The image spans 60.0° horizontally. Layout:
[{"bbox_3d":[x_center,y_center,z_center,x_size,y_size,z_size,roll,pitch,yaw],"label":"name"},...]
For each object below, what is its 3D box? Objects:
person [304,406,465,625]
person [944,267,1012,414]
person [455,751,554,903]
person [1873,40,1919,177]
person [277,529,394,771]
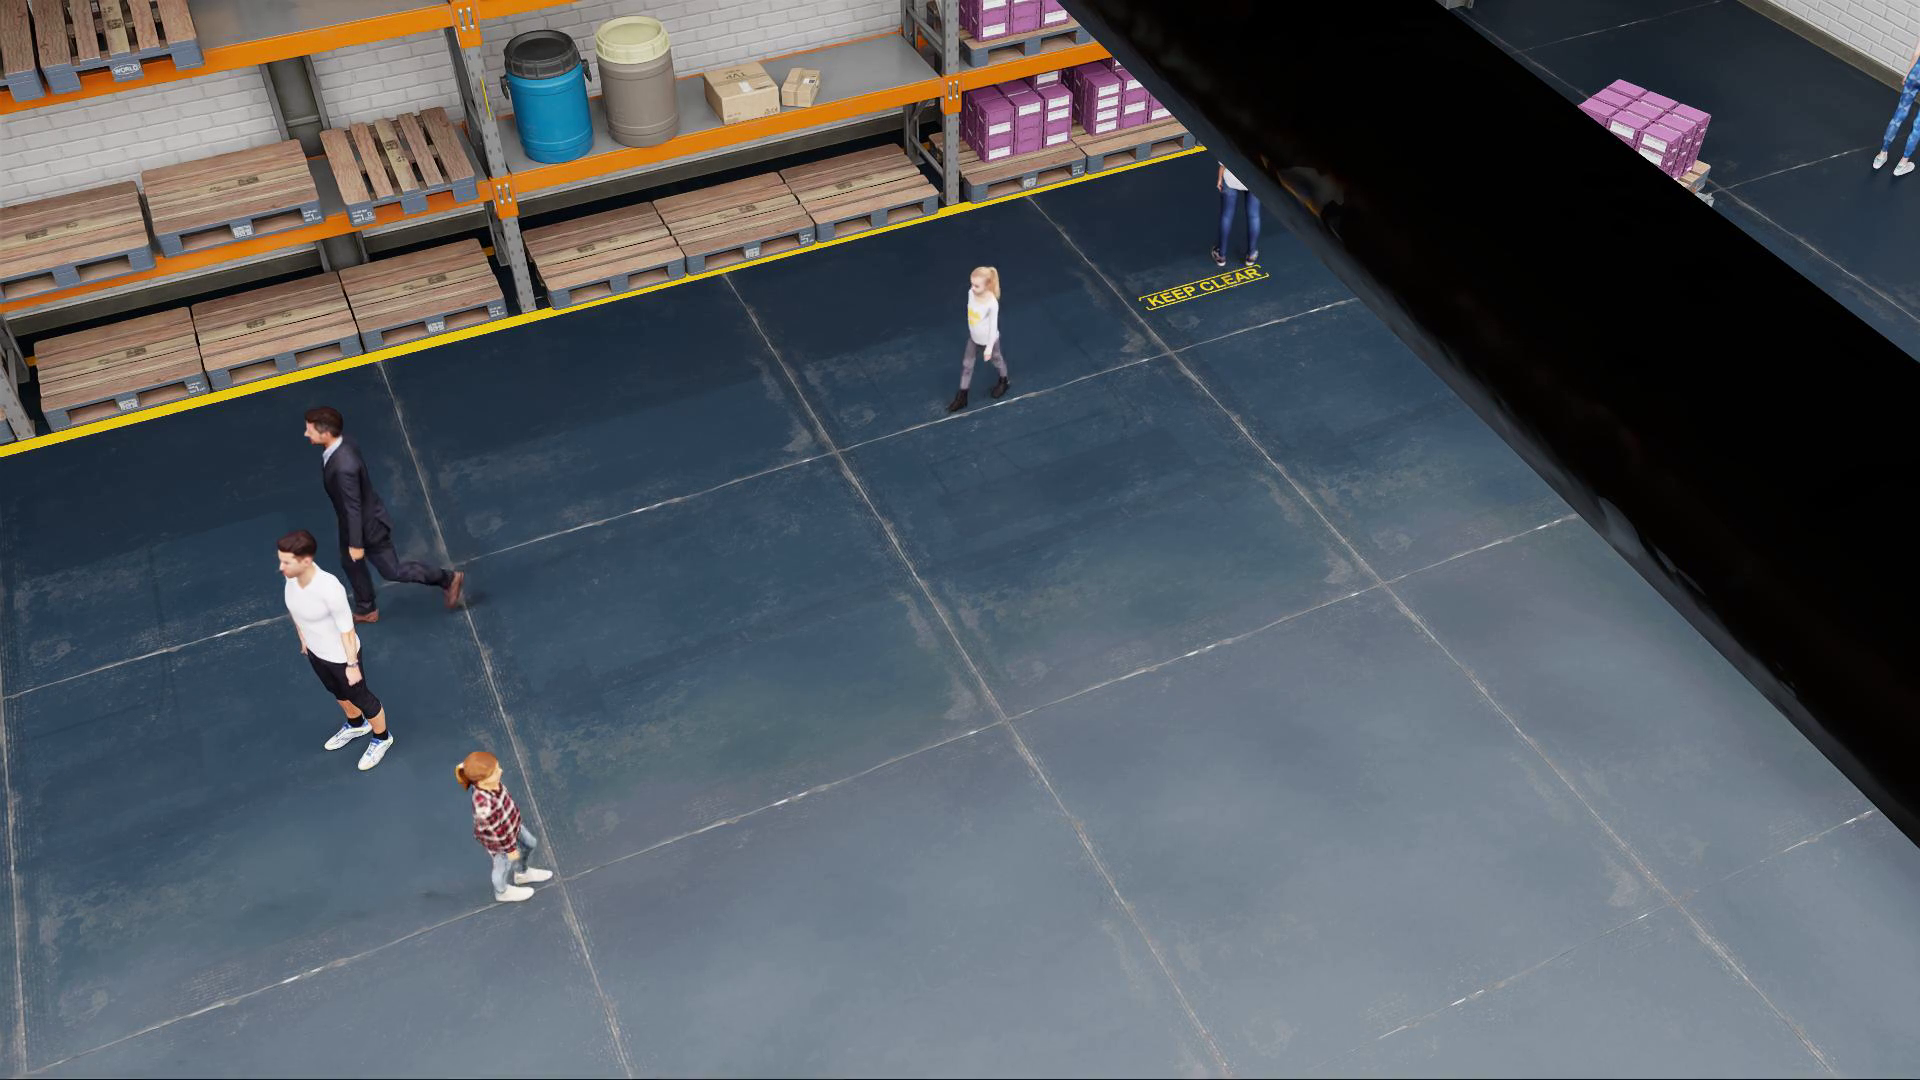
[{"bbox_3d":[-3.865,-0.127,11.004,1.134,1.841,0.674,-20,47,-20],"label":"person"},{"bbox_3d":[0.239,-1.592,12.972,0.952,1.247,0.698,-34,53,-31],"label":"person"},{"bbox_3d":[-2.707,1.665,9.517,0.653,1.296,0.618,-2,44,-3],"label":"person"},{"bbox_3d":[8.912,-4.219,15.341,0.652,1.782,0.687,33,52,30],"label":"person"},{"bbox_3d":[-3.844,0.644,10.186,0.752,1.852,0.755,25,49,24],"label":"person"}]
